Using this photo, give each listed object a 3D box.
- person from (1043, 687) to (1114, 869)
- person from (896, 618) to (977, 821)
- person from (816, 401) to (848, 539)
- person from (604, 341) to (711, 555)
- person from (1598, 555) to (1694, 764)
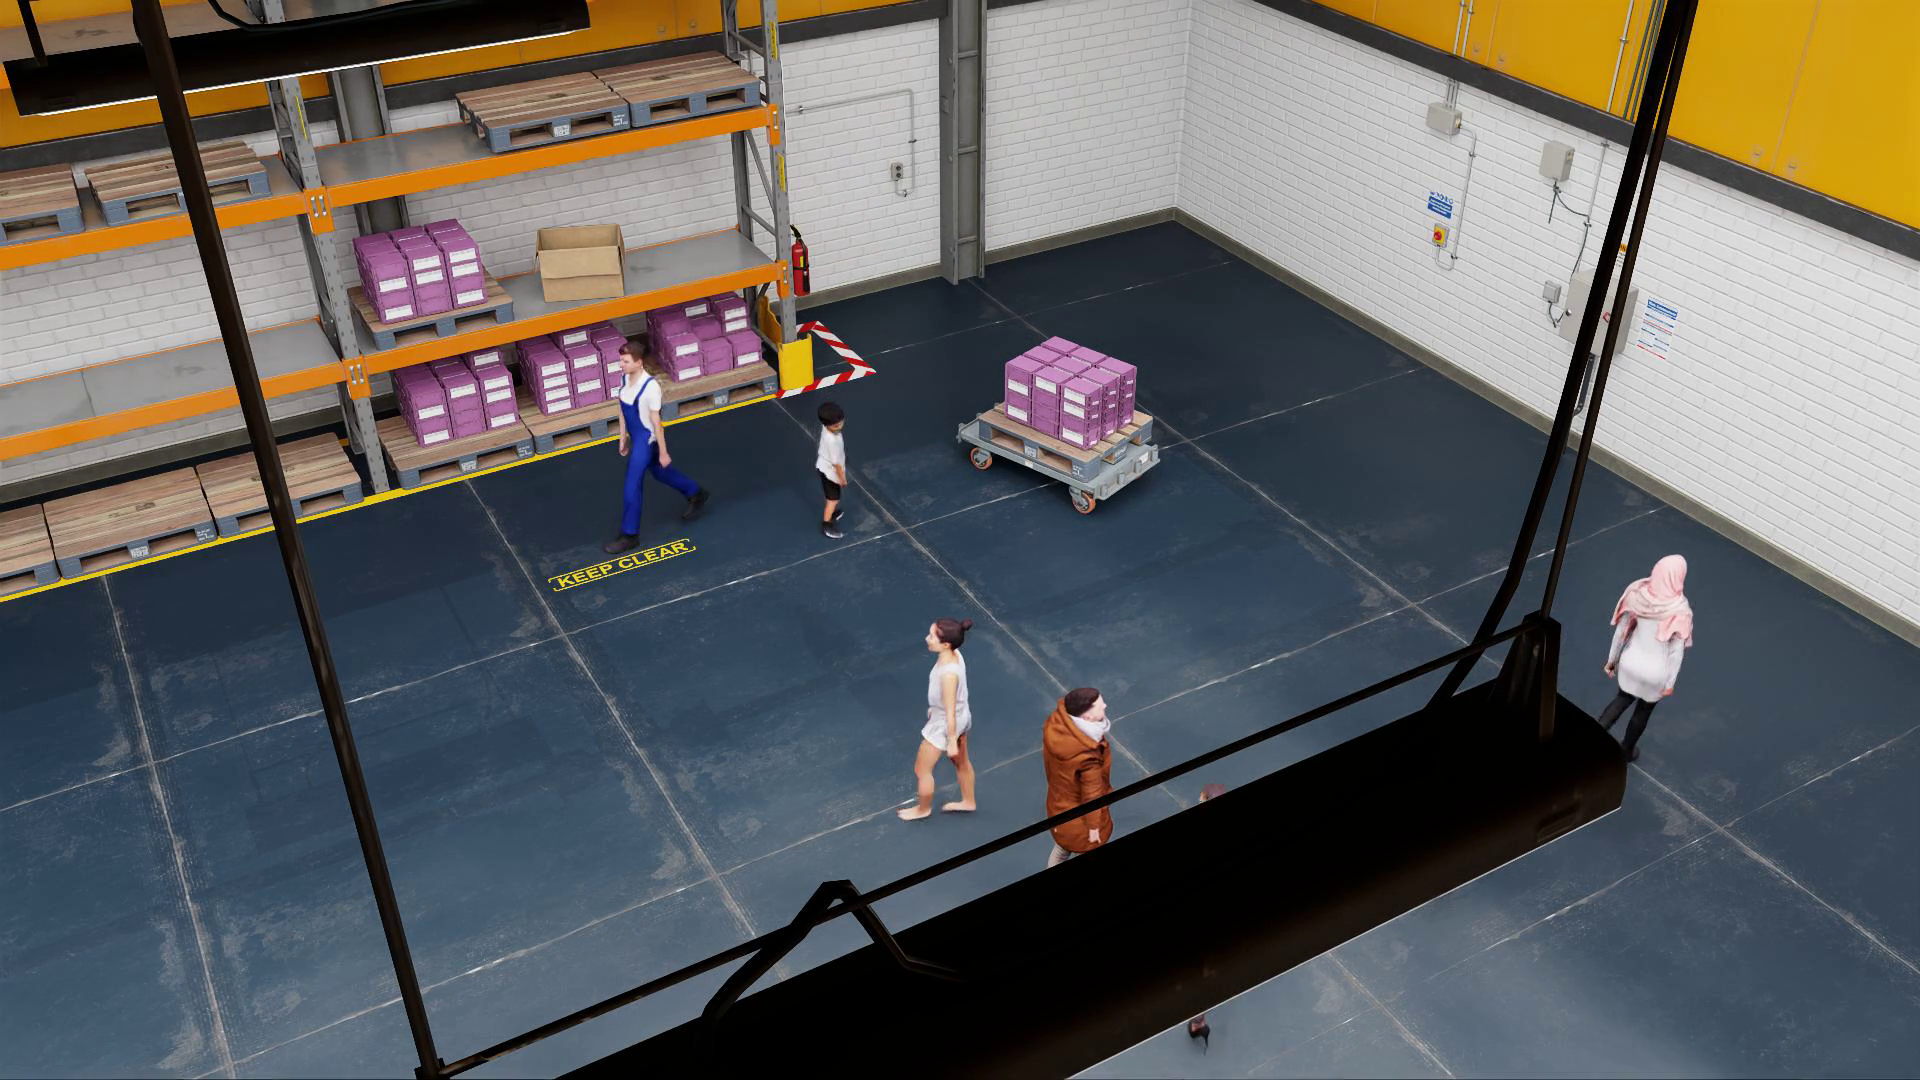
[{"bbox_3d":[0.697,1.615,9.948,0.686,1.837,0.708,-16,37,-22],"label":"person"},{"bbox_3d":[0.000,1.182,10.820,0.885,1.592,0.795,1,34,2],"label":"person"},{"bbox_3d":[-1.084,-0.649,13.892,0.553,1.240,0.634,-20,39,-27],"label":"person"},{"bbox_3d":[-2.506,-0.824,13.644,1.334,1.807,0.791,-25,41,-32],"label":"person"},{"bbox_3d":[4.522,0.886,11.088,0.959,1.789,0.718,-24,41,-32],"label":"person"}]
